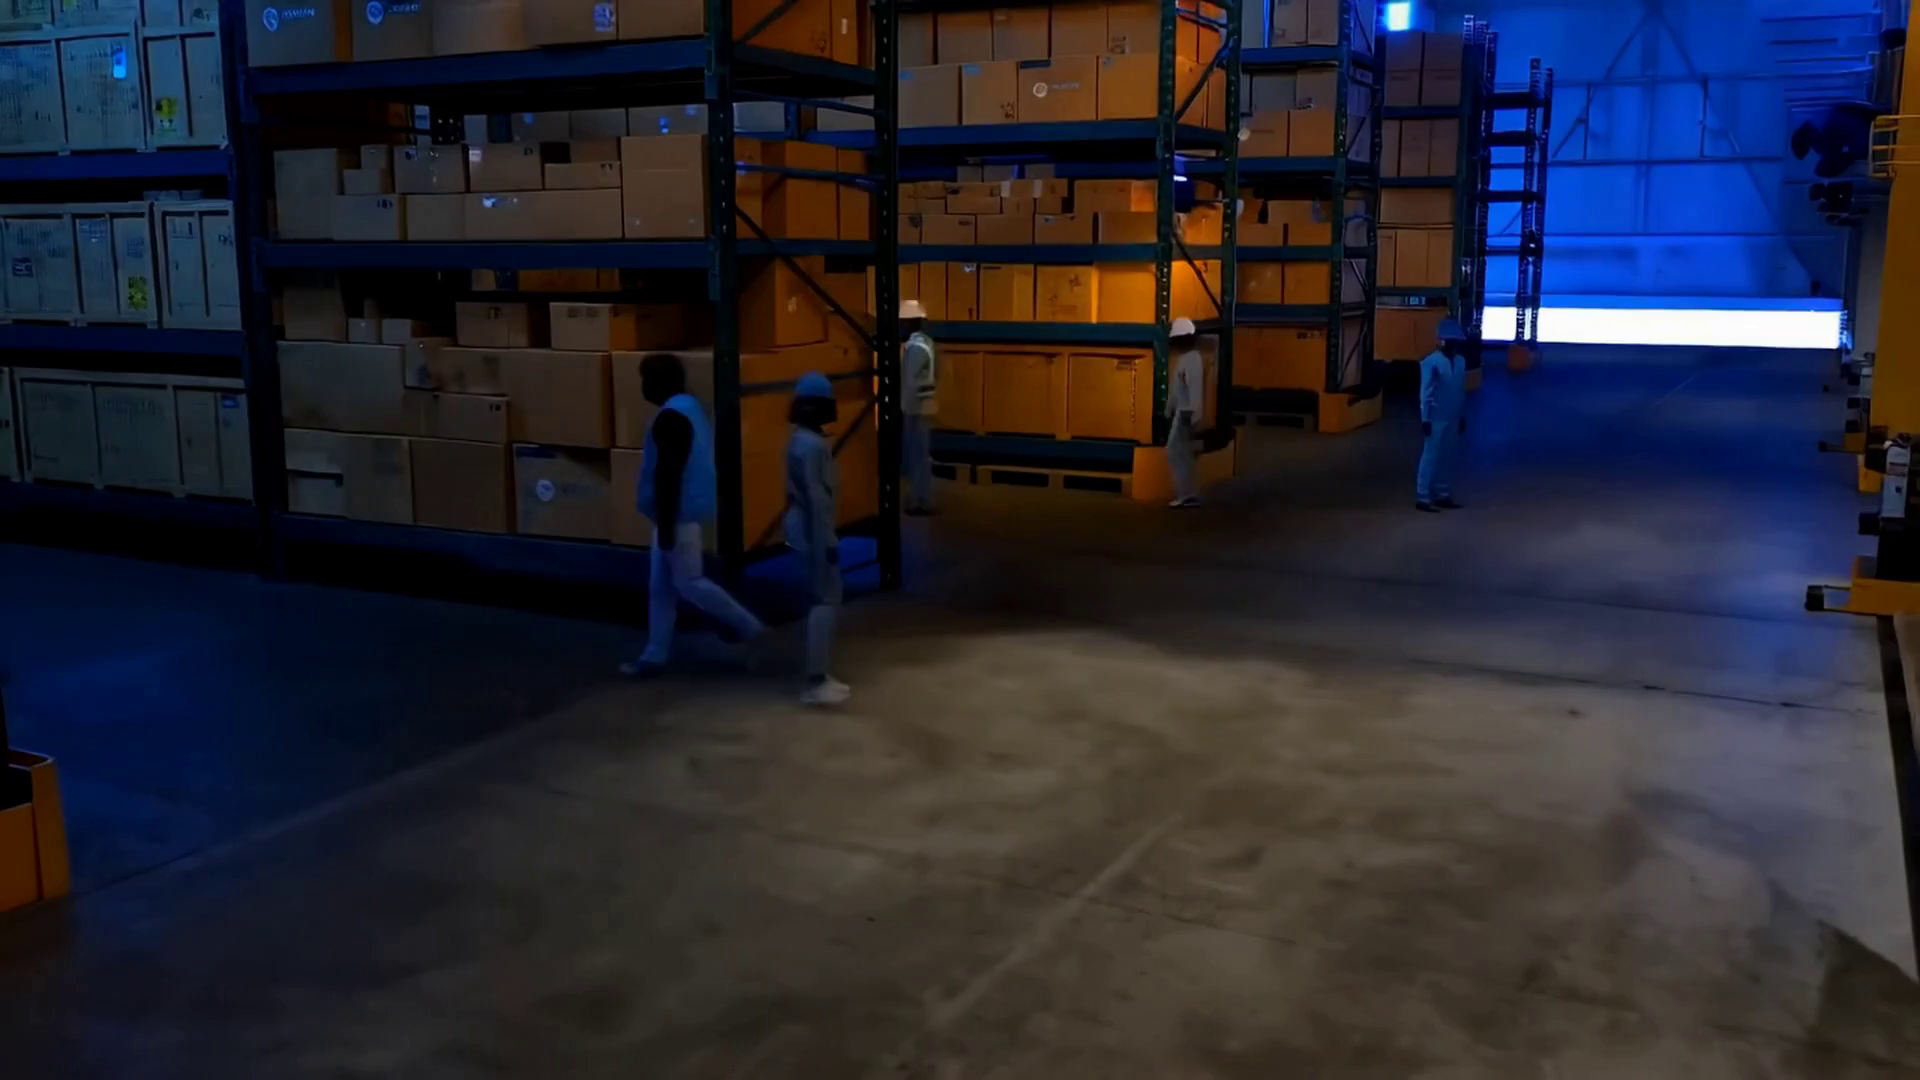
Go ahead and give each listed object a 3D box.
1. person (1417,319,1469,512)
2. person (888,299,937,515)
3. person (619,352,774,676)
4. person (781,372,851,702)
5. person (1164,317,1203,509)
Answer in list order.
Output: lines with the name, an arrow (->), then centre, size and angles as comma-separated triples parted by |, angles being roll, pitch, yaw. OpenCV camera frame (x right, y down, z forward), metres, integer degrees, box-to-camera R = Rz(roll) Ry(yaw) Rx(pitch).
person -> 4.393, -1.122, 15.035 | 0.579, 1.742, 0.361 | -6, 12, -33
person -> -0.479, -1.170, 14.790 | 0.581, 1.929, 0.609 | 0, 10, -1
person -> -1.462, -0.129, 9.156 | 0.811, 1.803, 0.674 | -1, 10, -5
person -> -0.764, -0.014, 8.713 | 0.342, 1.708, 0.526 | -3, 10, -14
person -> 2.002, -1.152, 15.176 | 0.466, 1.751, 0.542 | 0, 10, -2
